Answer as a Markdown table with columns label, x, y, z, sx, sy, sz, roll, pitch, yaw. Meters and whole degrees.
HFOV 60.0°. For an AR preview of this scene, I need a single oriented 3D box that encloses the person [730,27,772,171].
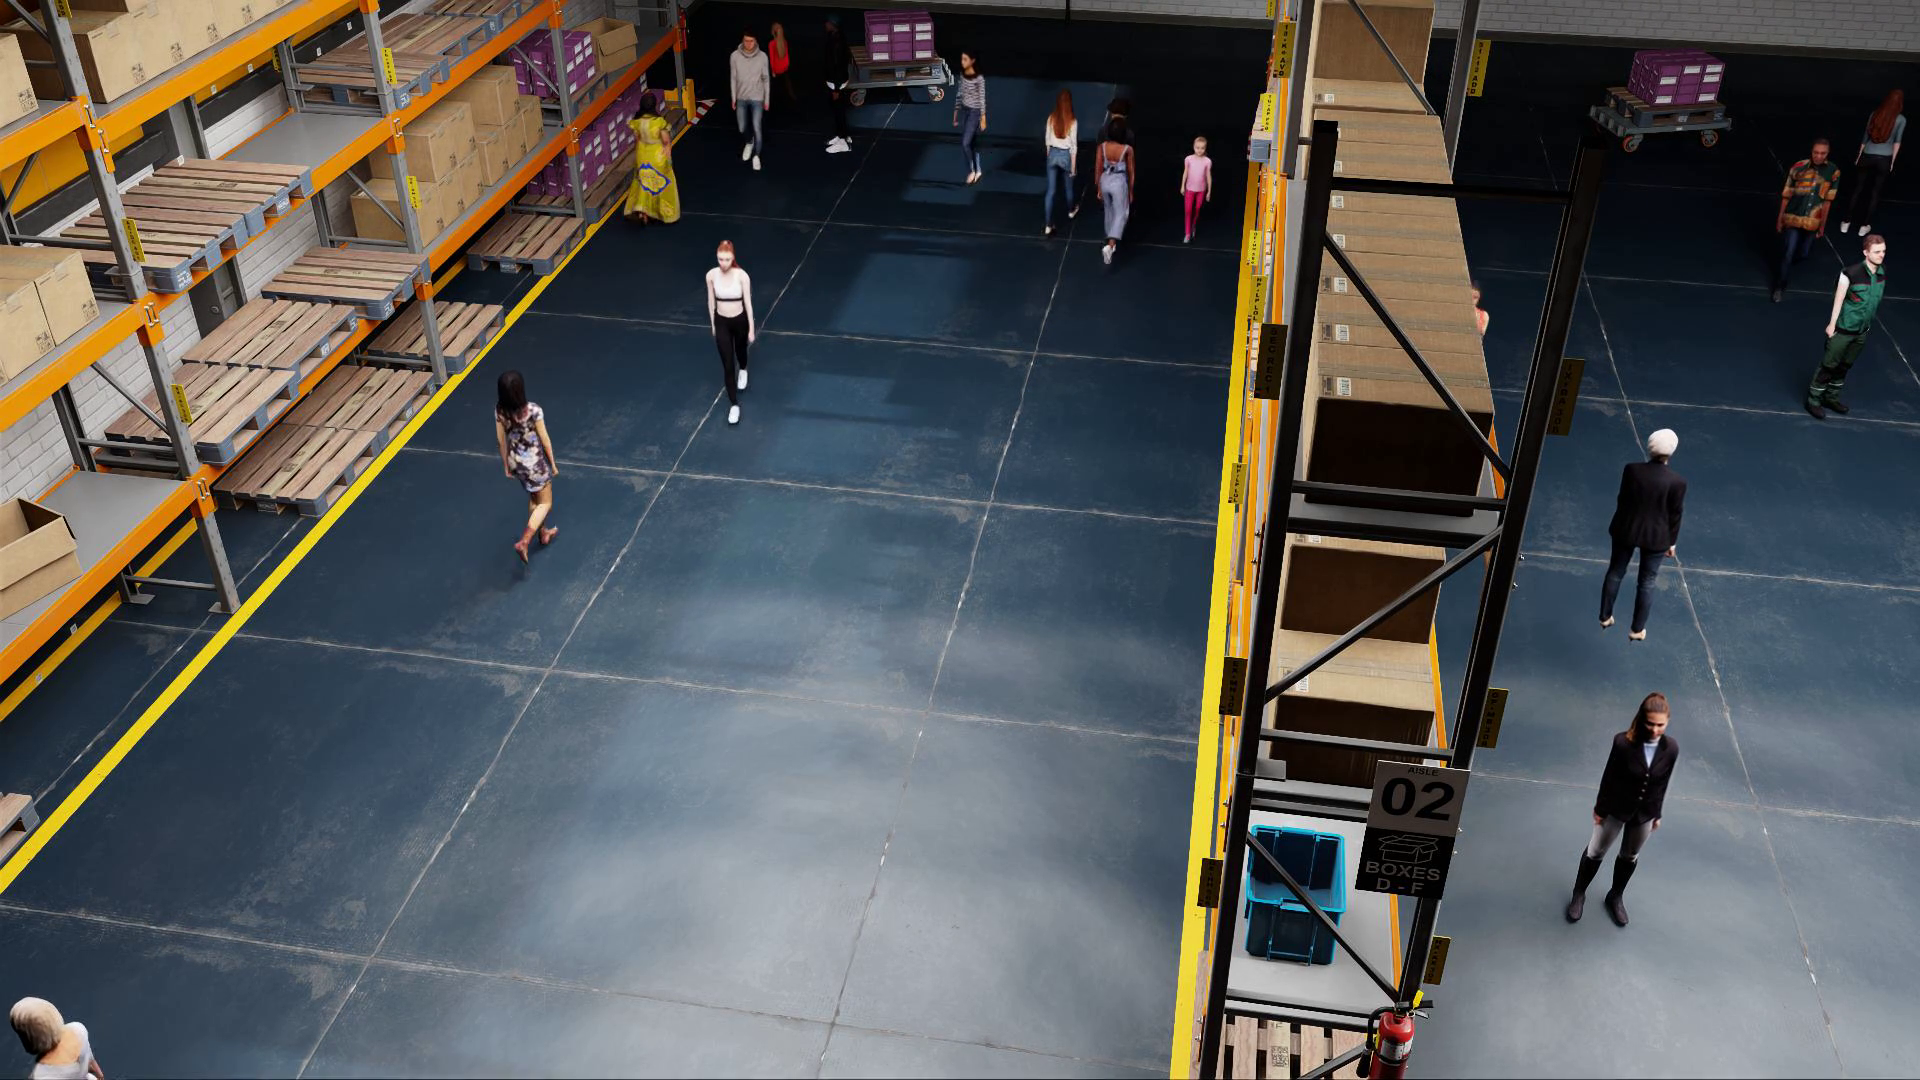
| label | x | y | z | sx | sy | sz | roll | pitch | yaw |
| --- | --- | --- | --- | --- | --- | --- | --- | --- | --- |
| person | -2.691 | -5.733 | 21.469 | 0.749 | 1.841 | 0.800 | 0 | 34 | 0 |

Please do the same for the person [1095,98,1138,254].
| label | x | y | z | sx | sy | sz | roll | pitch | yaw |
| --- | --- | --- | --- | --- | --- | --- | --- | --- | --- |
| person | 1.821 | -4.282 | 19.360 | 0.728 | 1.759 | 1.060 | 11 | 35 | 15 |

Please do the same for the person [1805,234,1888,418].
| label | x | y | z | sx | sy | sz | roll | pitch | yaw |
| --- | --- | --- | --- | --- | --- | --- | --- | --- | --- |
| person | 8.535 | -2.064 | 15.948 | 0.737 | 1.843 | 0.755 | -12 | 35 | -17 |

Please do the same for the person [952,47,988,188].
| label | x | y | z | sx | sy | sz | roll | pitch | yaw |
| --- | --- | --- | --- | --- | --- | --- | --- | --- | --- |
| person | 0.218 | -5.302 | 20.879 | 0.814 | 1.776 | 0.759 | -24 | 41 | -32 |

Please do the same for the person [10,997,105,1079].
| label | x | y | z | sx | sy | sz | roll | pitch | yaw |
| --- | --- | --- | --- | --- | --- | --- | --- | --- | --- |
| person | -4.391 | 2.961 | 8.487 | 0.677 | 1.734 | 0.894 | 2 | 34 | 3 |

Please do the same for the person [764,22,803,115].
| label | x | y | z | sx | sy | sz | roll | pitch | yaw |
| --- | --- | --- | --- | --- | --- | --- | --- | --- | --- |
| person | -2.475 | -6.565 | 23.247 | 0.911 | 1.259 | 0.879 | -28 | 43 | -36 |

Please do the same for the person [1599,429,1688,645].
| label | x | y | z | sx | sy | sz | roll | pitch | yaw |
| --- | --- | --- | --- | --- | --- | --- | --- | --- | --- |
| person | 5.023 | -0.030 | 12.150 | 0.814 | 1.782 | 0.743 | 23 | 40 | 30 |

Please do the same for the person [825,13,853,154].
| label | x | y | z | sx | sy | sz | roll | pitch | yaw |
| --- | --- | --- | --- | --- | --- | --- | --- | --- | --- |
| person | -1.613 | -6.054 | 21.969 | 0.827 | 1.822 | 0.695 | -7 | 34 | -10 |

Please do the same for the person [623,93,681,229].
| label | x | y | z | sx | sy | sz | roll | pitch | yaw |
| --- | --- | --- | --- | --- | --- | --- | --- | --- | --- |
| person | -3.671 | -4.461 | 19.735 | 0.748 | 1.642 | 1.092 | 6 | 34 | 9 |

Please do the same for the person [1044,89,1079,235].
| label | x | y | z | sx | sy | sz | roll | pitch | yaw |
| --- | --- | --- | --- | --- | --- | --- | --- | --- | --- |
| person | 1.160 | -4.440 | 19.664 | 0.785 | 1.686 | 1.185 | 14 | 36 | 20 |

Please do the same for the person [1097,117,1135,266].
| label | x | y | z | sx | sy | sz | roll | pitch | yaw |
| --- | --- | --- | --- | --- | --- | --- | --- | --- | --- |
| person | 1.740 | -3.945 | 18.936 | 0.779 | 1.669 | 1.132 | 15 | 36 | 21 |

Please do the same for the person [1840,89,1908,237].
| label | x | y | z | sx | sy | sz | roll | pitch | yaw |
| --- | --- | --- | --- | --- | --- | --- | --- | --- | --- |
| person | 10.818 | -4.469 | 19.661 | 0.646 | 1.739 | 0.661 | 23 | 40 | 30 |

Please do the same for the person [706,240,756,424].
| label | x | y | z | sx | sy | sz | roll | pitch | yaw |
| --- | --- | --- | --- | --- | --- | --- | --- | --- | --- |
| person | -2.186 | -2.088 | 16.115 | 0.738 | 1.698 | 1.245 | 0 | 34 | 0 |

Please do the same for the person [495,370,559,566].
| label | x | y | z | sx | sy | sz | roll | pitch | yaw |
| --- | --- | --- | --- | --- | --- | --- | --- | --- | --- |
| person | -3.622 | -0.579 | 13.831 | 0.666 | 1.714 | 0.960 | 9 | 35 | 13 |

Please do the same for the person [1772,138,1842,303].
| label | x | y | z | sx | sy | sz | roll | pitch | yaw |
| --- | --- | --- | --- | --- | --- | --- | --- | --- | --- |
| person | 9.226 | -3.536 | 18.211 | 0.734 | 1.789 | 1.009 | 9 | 35 | 13 |

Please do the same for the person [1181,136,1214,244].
| label | x | y | z | sx | sy | sz | roll | pitch | yaw |
| --- | --- | --- | --- | --- | --- | --- | --- | --- | --- |
| person | 2.789 | -4.175 | 19.659 | 0.520 | 1.250 | 0.815 | 5 | 34 | 7 |

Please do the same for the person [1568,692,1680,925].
| label | x | y | z | sx | sy | sz | roll | pitch | yaw |
| --- | --- | --- | --- | --- | --- | --- | --- | --- | --- |
| person | 4.173 | 1.695 | 10.396 | 0.565 | 1.729 | 0.545 | 4 | 34 | 6 |
